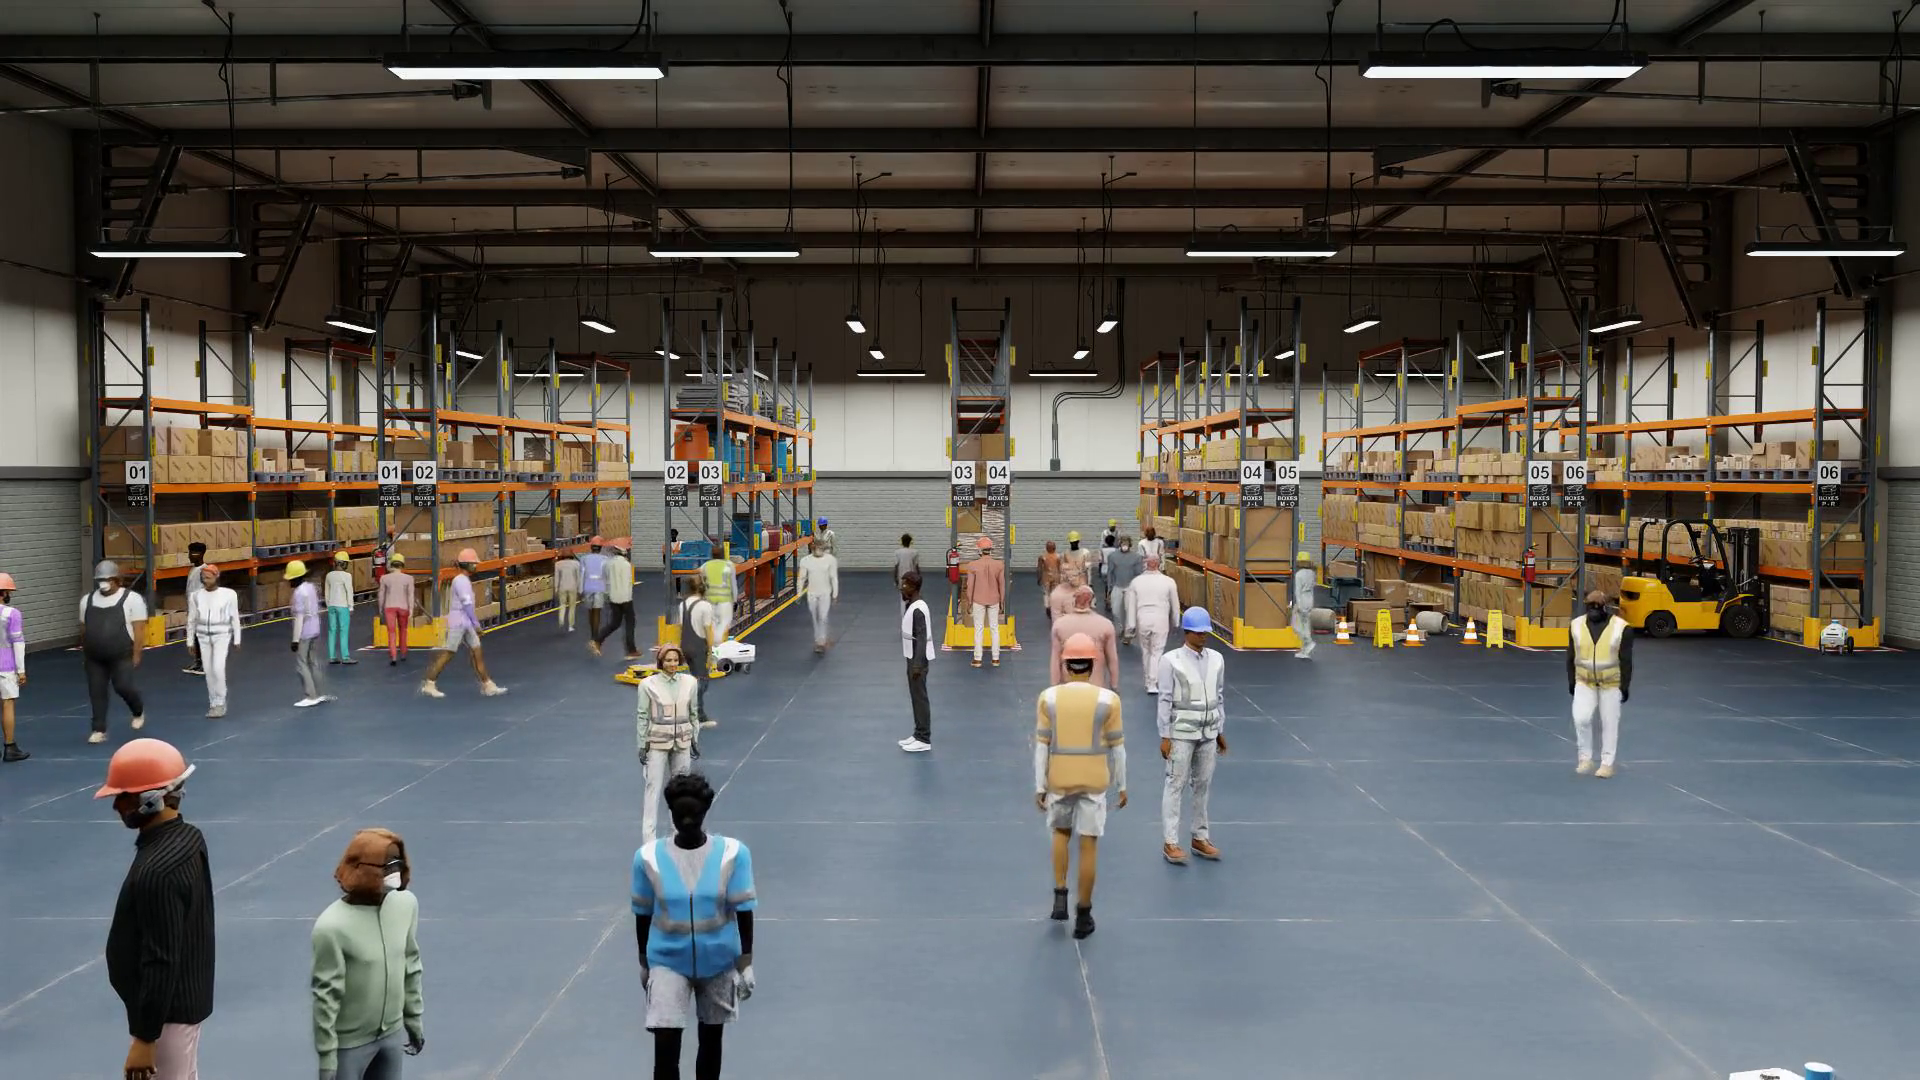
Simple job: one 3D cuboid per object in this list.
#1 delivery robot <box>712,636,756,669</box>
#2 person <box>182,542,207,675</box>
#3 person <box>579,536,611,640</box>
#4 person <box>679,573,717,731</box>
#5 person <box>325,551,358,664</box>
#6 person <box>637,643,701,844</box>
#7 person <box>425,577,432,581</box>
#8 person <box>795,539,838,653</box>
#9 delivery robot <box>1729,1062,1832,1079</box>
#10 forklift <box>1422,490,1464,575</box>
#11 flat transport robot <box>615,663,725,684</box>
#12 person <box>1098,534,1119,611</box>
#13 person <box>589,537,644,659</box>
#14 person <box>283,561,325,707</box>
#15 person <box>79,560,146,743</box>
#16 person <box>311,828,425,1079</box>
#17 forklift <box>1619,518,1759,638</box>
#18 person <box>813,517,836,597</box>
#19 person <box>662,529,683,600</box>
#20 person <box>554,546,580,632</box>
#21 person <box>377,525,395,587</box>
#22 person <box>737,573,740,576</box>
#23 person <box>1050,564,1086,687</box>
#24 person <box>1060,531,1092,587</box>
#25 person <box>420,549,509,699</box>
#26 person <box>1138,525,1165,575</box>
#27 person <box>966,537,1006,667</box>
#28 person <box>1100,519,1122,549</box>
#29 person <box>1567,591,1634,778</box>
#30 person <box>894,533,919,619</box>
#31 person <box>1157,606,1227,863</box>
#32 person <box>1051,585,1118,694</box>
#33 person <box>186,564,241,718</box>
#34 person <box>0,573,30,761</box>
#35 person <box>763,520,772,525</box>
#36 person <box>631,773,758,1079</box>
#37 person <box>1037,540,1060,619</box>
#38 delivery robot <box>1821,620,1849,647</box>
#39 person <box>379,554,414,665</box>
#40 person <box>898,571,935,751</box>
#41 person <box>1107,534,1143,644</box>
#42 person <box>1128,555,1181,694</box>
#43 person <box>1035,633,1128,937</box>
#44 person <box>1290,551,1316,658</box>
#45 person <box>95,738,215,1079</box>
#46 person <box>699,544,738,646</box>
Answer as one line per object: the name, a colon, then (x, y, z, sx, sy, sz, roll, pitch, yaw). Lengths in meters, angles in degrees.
delivery robot: (-3.396, 1.676, 23.990, 0.707, 0.478, 0.477, -2, 3, -40)
person: (-11.312, 1.005, 24.006, 0.603, 1.966, 0.368, 2, 3, 40)
person: (-6.389, 0.880, 28.318, 0.555, 1.875, 1.014, 0, 2, -4)
person: (-3.081, 1.294, 18.504, 0.515, 1.831, 0.708, 2, 3, 41)
person: (-9.673, 1.060, 25.221, 0.525, 1.759, 0.337, 1, 3, 25)
person: (-2.278, 1.619, 12.629, 0.523, 1.636, 0.310, -2, 3, -34)
person: (-11.706, 0.588, 35.716, 0.640, 1.885, 1.050, 0, 2, 9)
person: (-2.366, 0.933, 26.630, 0.655, 1.894, 0.909, 0, 2, 7)
delivery robot: (3.472, 2.369, 6.537, 0.477, 0.478, 0.707, -1, 2, -15)
forklift: (13.926, -0.371, 47.846, 1.873, 2.768, 1.129, 0, 2, 0)
flat transport robot: (-4.159, 1.892, 23.223, 1.431, 0.197, 0.652, -2, 3, -40)
person: (3.232, 0.707, 34.961, 0.542, 1.680, 0.628, 1, 3, 29)
person: (-5.486, 0.933, 25.817, 0.823, 1.972, 0.622, -2, 3, -40)
person: (-8.384, 1.186, 20.645, 0.388, 1.873, 0.775, 0, 2, -4)
person: (-9.450, 1.228, 18.006, 0.693, 2.000, 0.707, 0, 2, -5)
person: (-2.239, 1.889, 6.092, 0.317, 1.622, 0.513, 1, 3, 26)
forklift: (13.417, 0.684, 29.791, 2.313, 2.155, 1.214, 0, 2, 0)
person: (-3.307, 0.413, 39.254, 0.610, 1.936, 0.410, 1, 3, 30)
person: (-6.761, 0.578, 38.109, 0.535, 1.697, 0.318, -1, 2, -13)
person: (-7.374, 0.923, 30.392, 0.498, 1.618, 0.395, 0, 2, -5)
person: (-10.726, 0.716, 30.529, 0.621, 2.026, 0.777, 0, 2, -4)
person: (-6.393, 0.142, 47.248, 0.563, 1.844, 0.390, 0, 2, 7)
person: (1.449, 1.214, 20.471, 0.682, 1.836, 1.021, -1, 3, -31)
person: (2.171, 0.780, 30.250, 0.613, 1.912, 0.545, 0, 2, 10)
person: (-6.599, 1.108, 21.347, 1.117, 1.988, 0.603, 0, 2, -6)
person: (4.151, 0.614, 35.025, 0.619, 1.870, 0.410, 0, 2, 2)
person: (0.394, 0.955, 24.930, 0.618, 1.992, 0.388, -1, 2, -13)
person: (4.056, 0.316, 43.491, 0.598, 1.799, 0.732, 0, 2, -7)
person: (6.224, 1.403, 15.744, 0.644, 1.821, 0.502, 2, 3, 34)
person: (-1.032, 0.778, 31.434, 0.523, 1.838, 0.912, 0, 2, 2)
person: (1.788, 1.476, 12.371, 0.615, 1.945, 0.405, -1, 3, -28)
person: (1.211, 1.380, 15.811, 0.655, 1.876, 0.920, 1, 2, 15)
person: (-9.069, 1.229, 19.549, 0.616, 1.864, 0.546, 0, 2, -1)
person: (-9.931, 1.310, 16.711, 0.550, 1.933, 0.374, 0, 2, 4)
person: (-5.634, 0.244, 47.291, 0.285, 1.633, 0.500, 1, 2, 19)
person: (-1.127, 1.836, 6.853, 0.540, 1.665, 0.758, 0, 2, -10)
person: (1.845, 0.817, 33.059, 0.522, 1.621, 0.635, 0, 2, -1)
delivery robot: (14.484, 1.567, 26.726, 0.477, 0.478, 0.707, 2, 3, 35)
person: (-8.836, 1.075, 25.327, 0.526, 1.721, 0.911, -1, 2, -23)
person: (-0.461, 1.293, 17.358, 0.386, 1.918, 0.590, 0, 2, -7)
person: (2.877, 0.861, 28.200, 0.654, 1.918, 0.461, 1, 2, 16)
person: (2.668, 1.138, 21.992, 0.650, 1.859, 0.988, 1, 2, 23)
person: (0.790, 1.567, 10.458, 0.580, 1.918, 0.506, 1, 2, 15)
person: (5.561, 1.042, 26.031, 0.489, 1.731, 0.427, -2, 3, -38)
person: (-2.927, 1.712, 5.905, 0.383, 1.992, 0.609, -1, 2, -18)
person: (-3.952, 0.980, 26.379, 0.637, 1.826, 0.696, 1, 2, 13)
